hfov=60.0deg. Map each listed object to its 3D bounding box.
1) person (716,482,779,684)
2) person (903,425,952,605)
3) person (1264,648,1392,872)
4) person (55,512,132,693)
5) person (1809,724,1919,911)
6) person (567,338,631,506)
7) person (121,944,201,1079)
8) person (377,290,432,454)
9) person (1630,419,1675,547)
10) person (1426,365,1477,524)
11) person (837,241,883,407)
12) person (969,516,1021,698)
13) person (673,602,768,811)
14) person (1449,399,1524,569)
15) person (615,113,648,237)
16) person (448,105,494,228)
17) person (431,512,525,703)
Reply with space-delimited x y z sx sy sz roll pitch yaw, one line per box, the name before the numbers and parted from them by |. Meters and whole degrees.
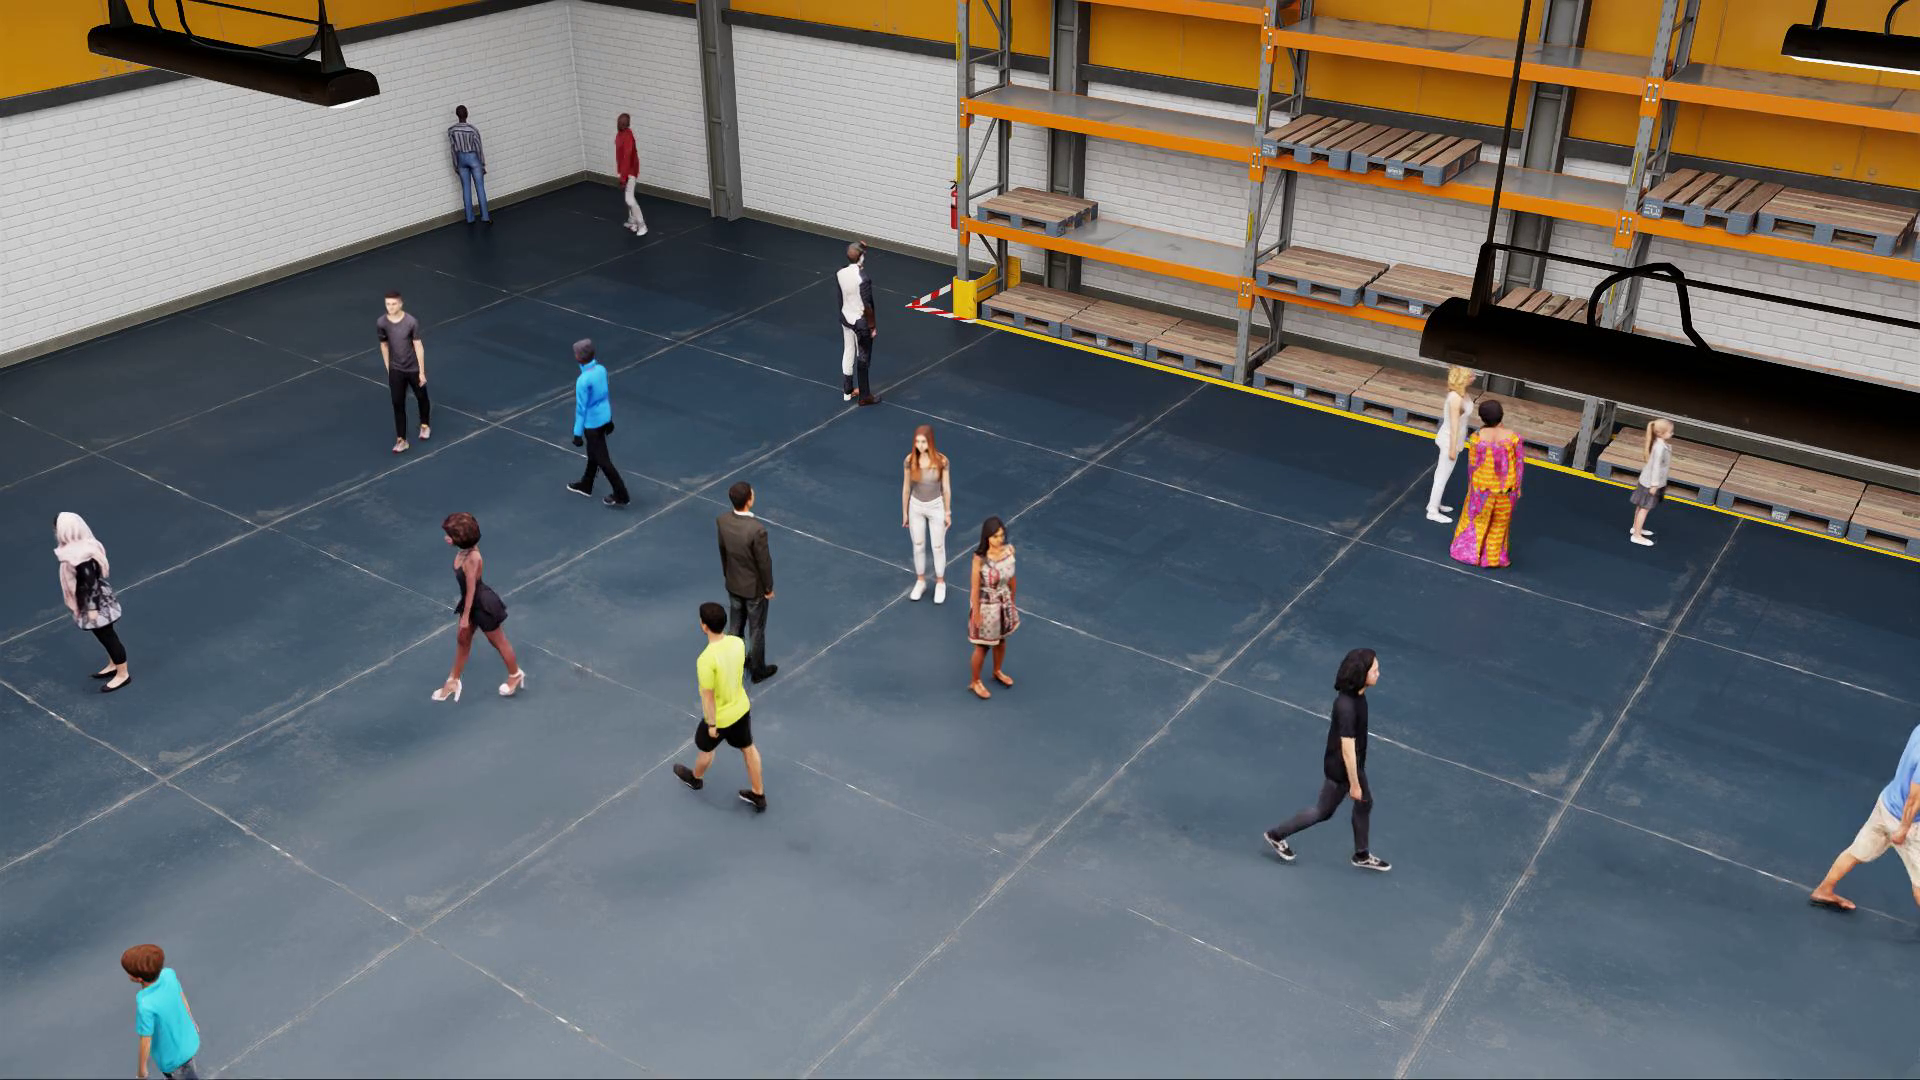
person | -1.775 0.342 13.785 0.460 1.801 0.735 18 33 29
person | -0.287 -0.255 14.966 0.603 1.718 0.729 4 29 8
person | 2.583 1.544 11.577 1.187 1.806 0.808 11 31 20
person | -7.143 0.480 13.707 0.777 1.633 0.667 -18 33 -30
person | 6.190 1.810 11.078 1.274 1.816 0.890 9 30 16
person | -3.549 -1.132 16.517 1.077 1.772 0.841 8 30 15
person | -4.430 2.881 9.510 0.841 1.436 0.755 0 29 -1
person | -5.926 -1.874 17.918 1.034 1.733 1.040 -1 29 -2
person | 6.676 -0.584 16.033 0.572 1.275 0.547 11 30 19
person | 4.826 -0.995 16.374 0.637 1.669 0.668 8 30 14
person | -1.167 -2.464 18.837 0.580 1.890 0.786 25 37 38
person | 0.262 0.518 13.632 0.750 1.639 0.726 -19 34 -30
person | -1.657 1.269 12.227 1.035 1.666 0.673 20 35 32
person | 5.012 -0.515 15.501 0.813 1.663 0.604 -25 37 -38
person | -4.848 -5.399 24.323 0.940 1.788 0.846 0 29 0
person | -7.230 -5.516 24.529 0.656 1.795 0.764 1 29 2
person | -3.795 0.542 13.465 0.868 1.756 0.989 -16 32 -27
